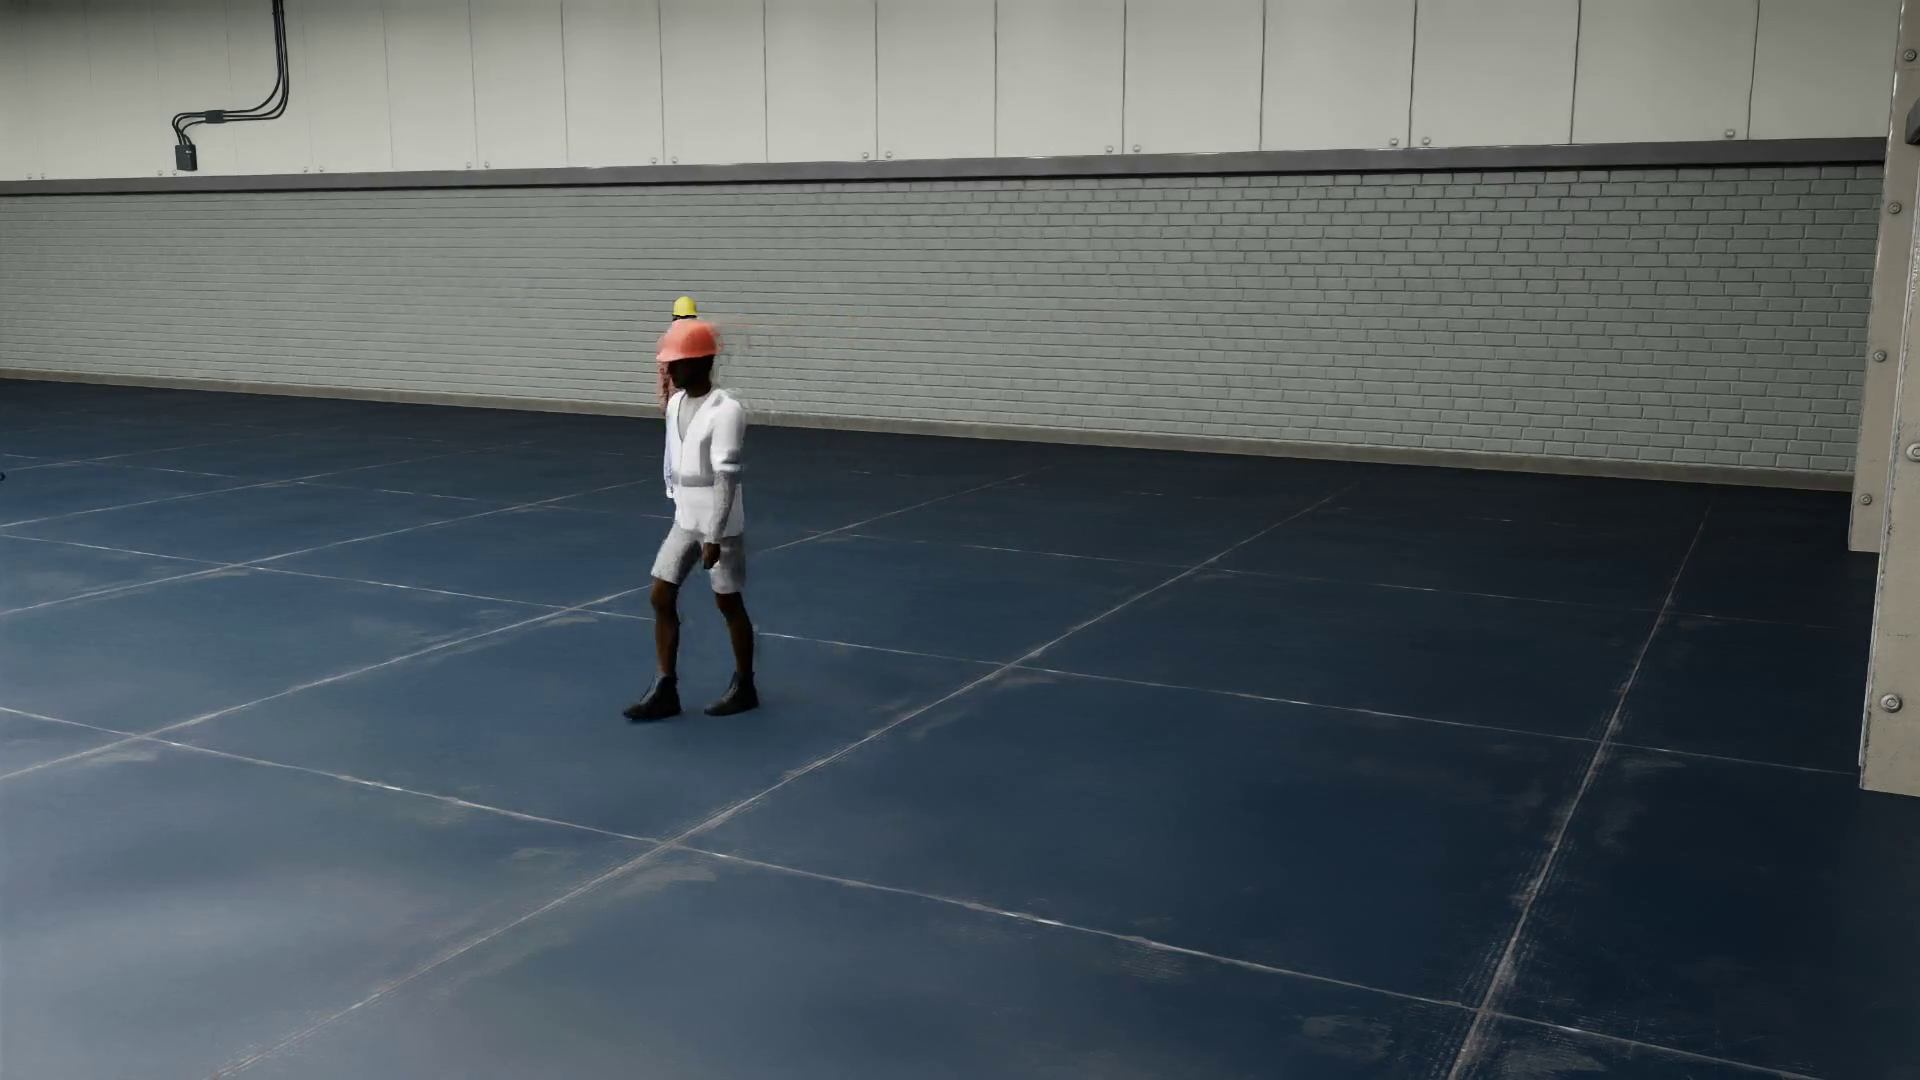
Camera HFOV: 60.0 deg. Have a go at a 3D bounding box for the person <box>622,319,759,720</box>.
[{"bbox_3d":[-1.278,-0.068,7.794,0.554,1.906,0.803,10,14,44],"label":"person"}]

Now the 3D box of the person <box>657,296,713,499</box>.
[{"bbox_3d":[-2.387,-1.242,14.566,0.530,1.767,0.328,-7,12,-33],"label":"person"}]

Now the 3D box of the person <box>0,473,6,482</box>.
[{"bbox_3d":[-9.093,-1.346,14.801,0.975,1.882,0.565,-1,10,-6],"label":"person"}]
